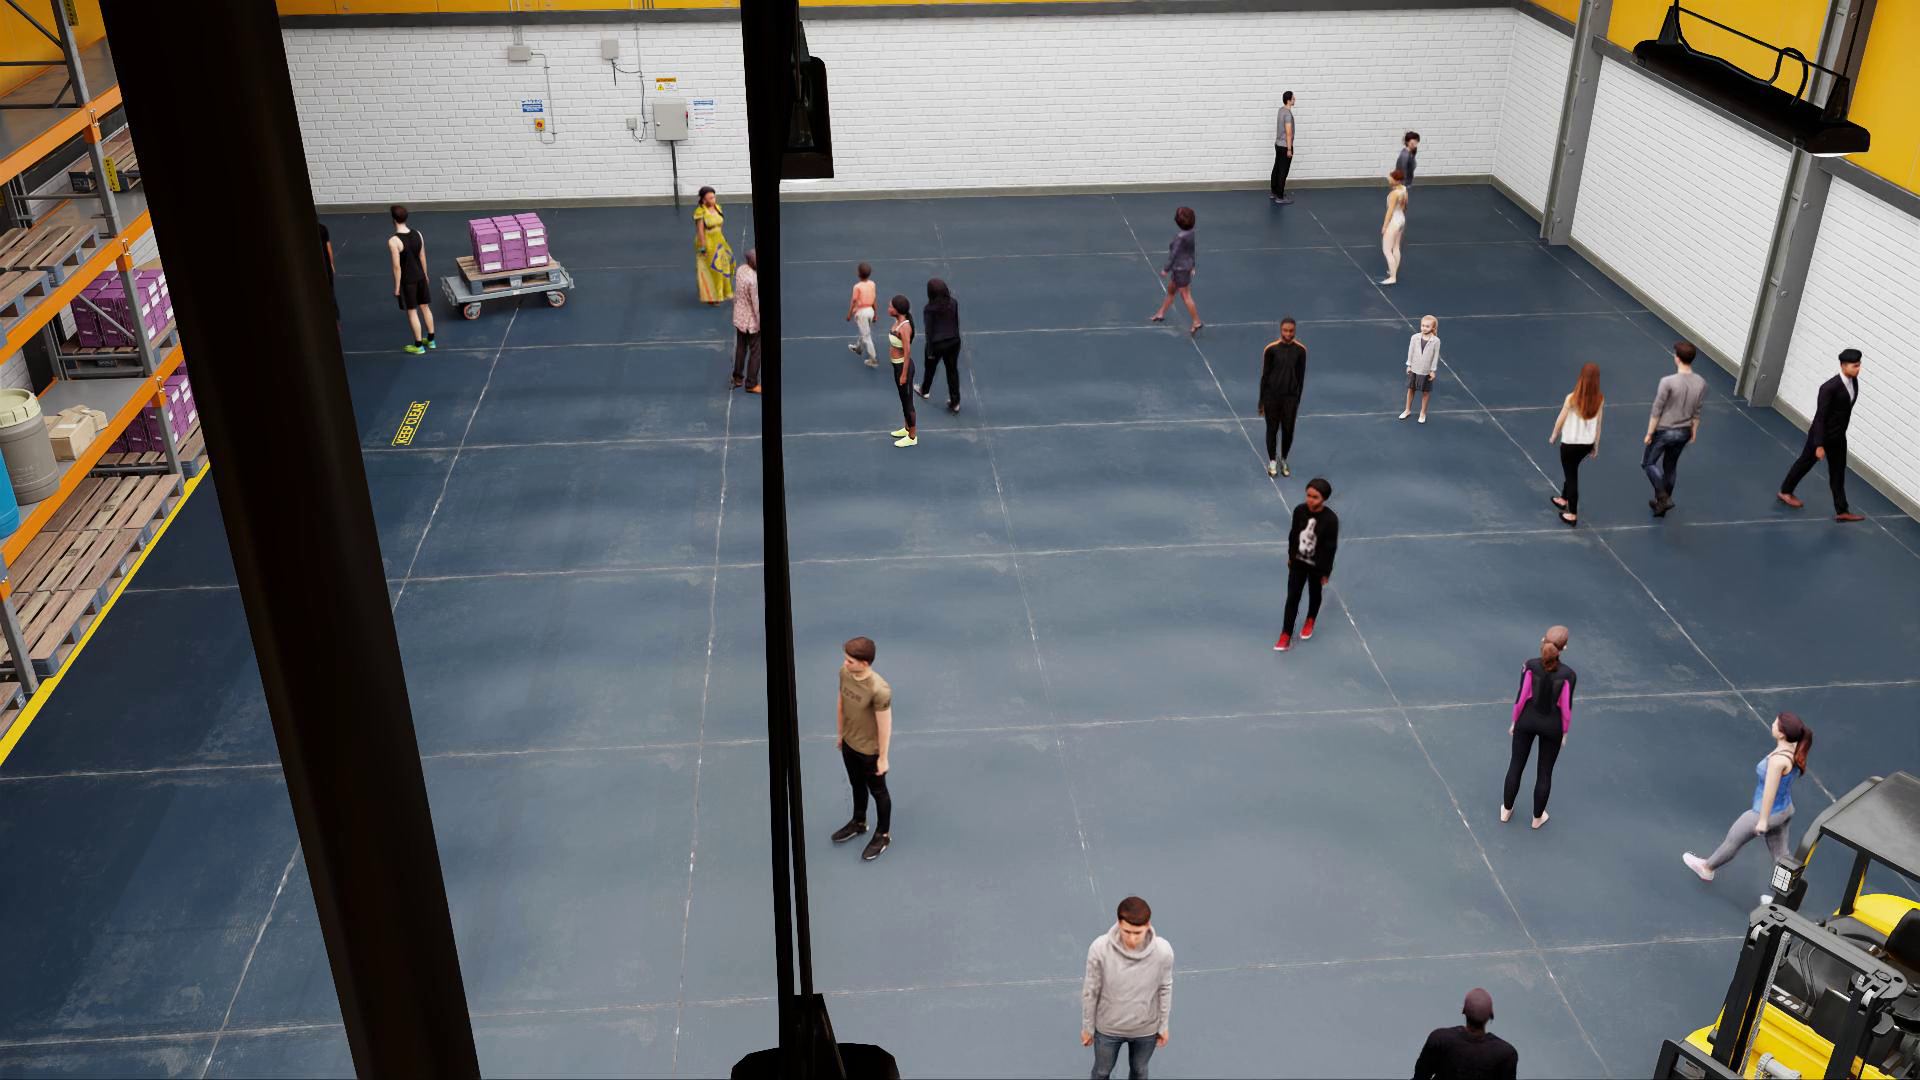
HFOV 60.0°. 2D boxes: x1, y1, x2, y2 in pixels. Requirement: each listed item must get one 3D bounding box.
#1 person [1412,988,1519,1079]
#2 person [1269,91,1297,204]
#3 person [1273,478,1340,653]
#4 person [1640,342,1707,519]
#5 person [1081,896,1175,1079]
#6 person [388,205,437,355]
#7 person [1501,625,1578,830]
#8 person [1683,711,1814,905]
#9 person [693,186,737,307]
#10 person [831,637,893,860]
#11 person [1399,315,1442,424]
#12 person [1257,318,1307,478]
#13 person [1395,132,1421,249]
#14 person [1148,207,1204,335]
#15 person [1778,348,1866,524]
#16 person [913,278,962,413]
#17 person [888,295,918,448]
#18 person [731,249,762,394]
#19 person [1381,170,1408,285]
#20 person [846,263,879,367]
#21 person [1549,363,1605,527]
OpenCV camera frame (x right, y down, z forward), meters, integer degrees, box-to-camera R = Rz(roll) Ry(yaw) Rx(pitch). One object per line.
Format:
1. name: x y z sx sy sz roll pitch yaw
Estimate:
1. person: 2.731 3.248 9.146 0.892 1.732 1.098 7 29 12
2. person: 5.195 -6.322 26.667 0.696 1.755 0.499 -5 29 -9
3. person: 3.164 0.174 14.873 0.968 1.644 1.103 16 32 27
4. person: 7.248 -1.049 16.862 0.716 1.886 0.800 -3 29 -5
5. person: 0.989 2.819 9.807 0.692 1.851 0.589 0 29 1
6. person: -6.918 -3.283 20.954 0.828 1.890 0.730 17 33 28
7. person: 4.357 1.398 12.517 0.665 1.751 0.699 13 31 22
8. person: 5.760 1.953 11.691 0.949 1.569 1.131 -20 34 -32
9. person: -3.435 -3.991 22.504 1.031 1.649 0.958 16 33 27
10. person: -0.691 1.489 12.247 0.811 1.850 0.730 -25 38 -38
11. person: 5.344 -1.992 19.229 0.606 1.275 0.652 15 32 26
12. person: 3.439 -1.556 17.890 0.689 1.793 0.692 3 29 5
13. person: 6.508 -5.221 24.661 0.932 1.743 0.670 1 29 2
14. person: 2.932 -3.427 21.469 1.008 1.650 1.060 13 31 23
15. person: 8.786 -1.105 17.027 1.043 1.827 1.301 -15 32 -25
16. person: -0.156 -2.233 19.357 0.974 1.574 1.121 -18 33 -29
17. person: -0.620 -1.898 18.558 0.633 1.753 0.454 -4 29 -8
18. person: -2.573 -2.634 19.873 1.033 1.786 0.807 -23 36 -36
19. person: 6.115 -4.419 23.322 0.767 1.616 0.849 -20 35 -32
20. person: -1.155 -2.776 20.661 0.807 1.279 0.933 -23 36 -36
21. person: 6.291 -0.926 16.833 0.636 1.698 0.824 -6 29 -12
